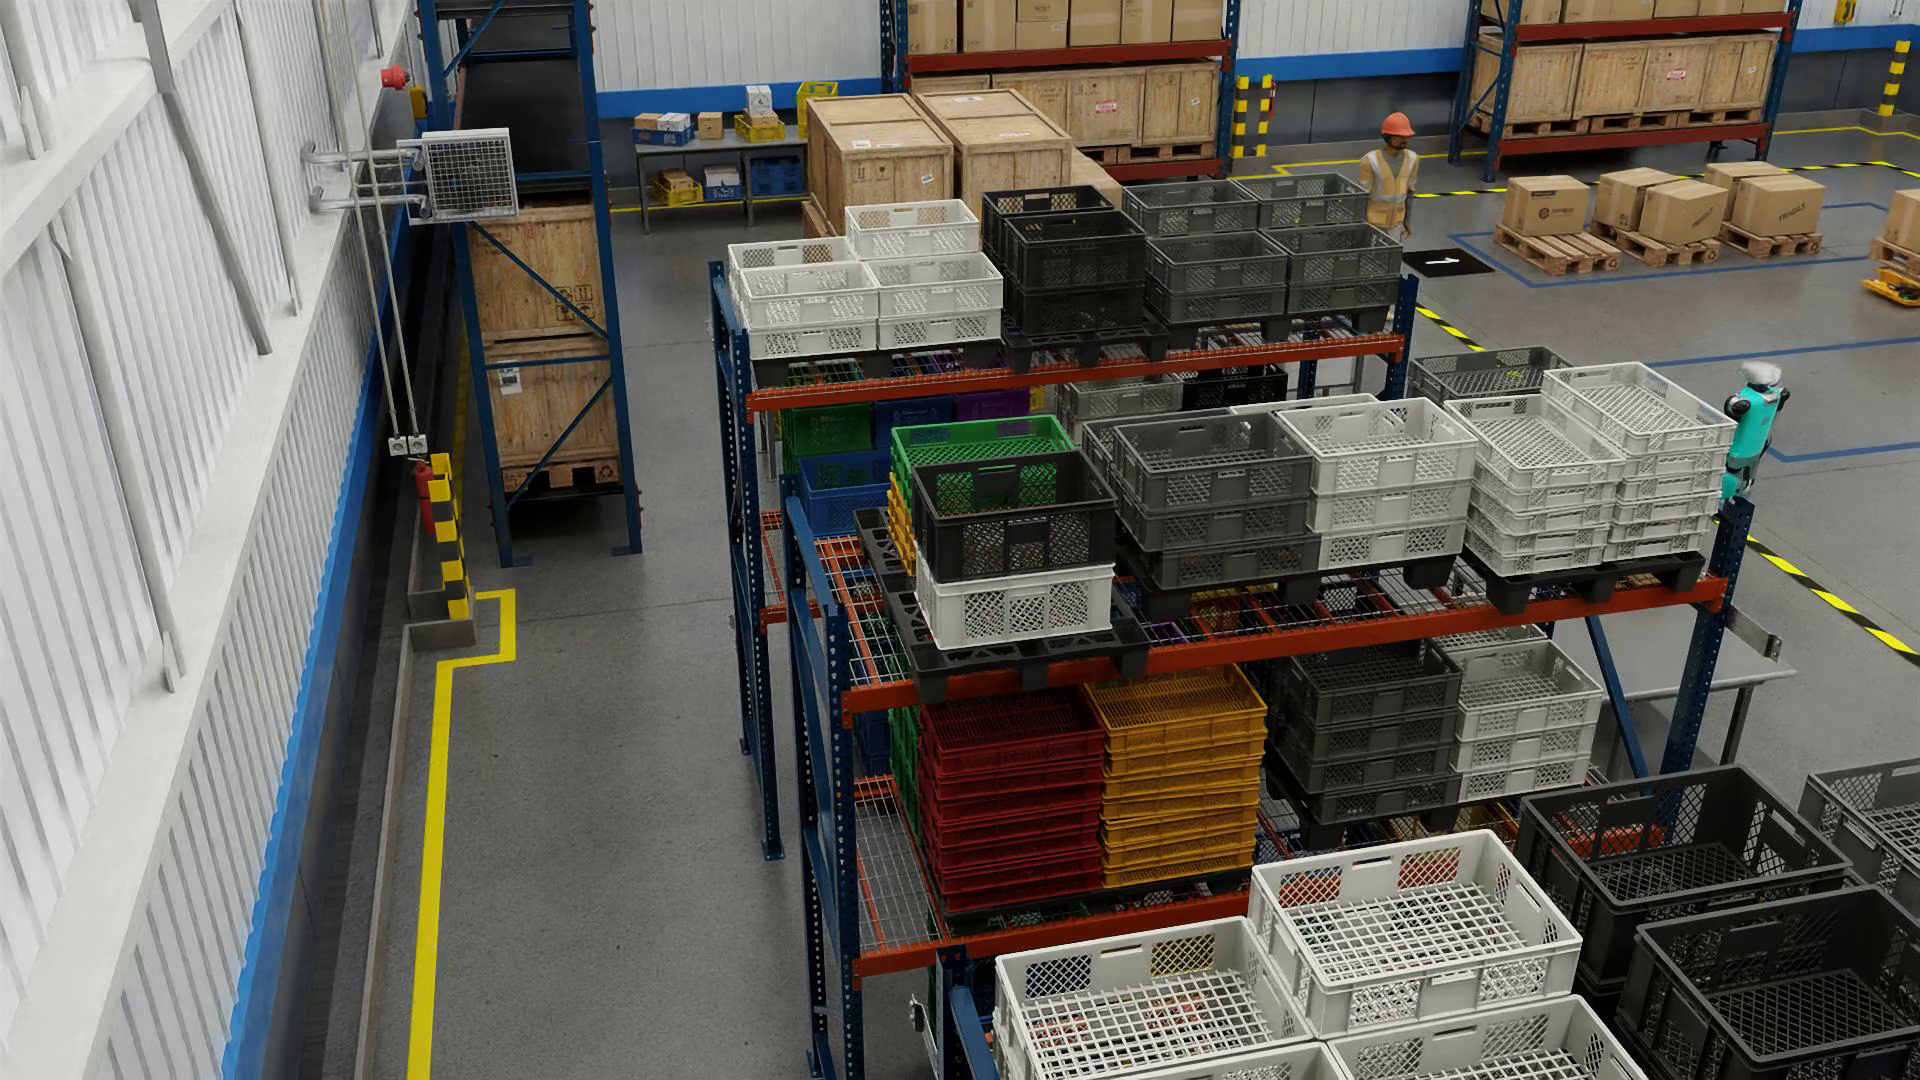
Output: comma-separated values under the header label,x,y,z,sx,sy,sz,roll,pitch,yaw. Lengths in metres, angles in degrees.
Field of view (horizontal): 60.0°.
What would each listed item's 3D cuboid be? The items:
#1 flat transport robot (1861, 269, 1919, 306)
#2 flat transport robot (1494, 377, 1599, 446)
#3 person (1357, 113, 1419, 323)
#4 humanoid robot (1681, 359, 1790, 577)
label,x,y,z,sx,sy,sz,roll,pitch,yaw
flat transport robot,10.090,-2.646,17.036,1.431,0.197,0.652,-6,28,-12
flat transport robot,4.780,-1.036,14.013,0.659,0.231,1.431,-6,28,-12
person,4.081,-3.073,15.974,0.606,2.045,0.372,-8,29,-14
humanoid robot,5.040,-0.481,11.244,0.533,1.672,0.735,-15,31,-26
